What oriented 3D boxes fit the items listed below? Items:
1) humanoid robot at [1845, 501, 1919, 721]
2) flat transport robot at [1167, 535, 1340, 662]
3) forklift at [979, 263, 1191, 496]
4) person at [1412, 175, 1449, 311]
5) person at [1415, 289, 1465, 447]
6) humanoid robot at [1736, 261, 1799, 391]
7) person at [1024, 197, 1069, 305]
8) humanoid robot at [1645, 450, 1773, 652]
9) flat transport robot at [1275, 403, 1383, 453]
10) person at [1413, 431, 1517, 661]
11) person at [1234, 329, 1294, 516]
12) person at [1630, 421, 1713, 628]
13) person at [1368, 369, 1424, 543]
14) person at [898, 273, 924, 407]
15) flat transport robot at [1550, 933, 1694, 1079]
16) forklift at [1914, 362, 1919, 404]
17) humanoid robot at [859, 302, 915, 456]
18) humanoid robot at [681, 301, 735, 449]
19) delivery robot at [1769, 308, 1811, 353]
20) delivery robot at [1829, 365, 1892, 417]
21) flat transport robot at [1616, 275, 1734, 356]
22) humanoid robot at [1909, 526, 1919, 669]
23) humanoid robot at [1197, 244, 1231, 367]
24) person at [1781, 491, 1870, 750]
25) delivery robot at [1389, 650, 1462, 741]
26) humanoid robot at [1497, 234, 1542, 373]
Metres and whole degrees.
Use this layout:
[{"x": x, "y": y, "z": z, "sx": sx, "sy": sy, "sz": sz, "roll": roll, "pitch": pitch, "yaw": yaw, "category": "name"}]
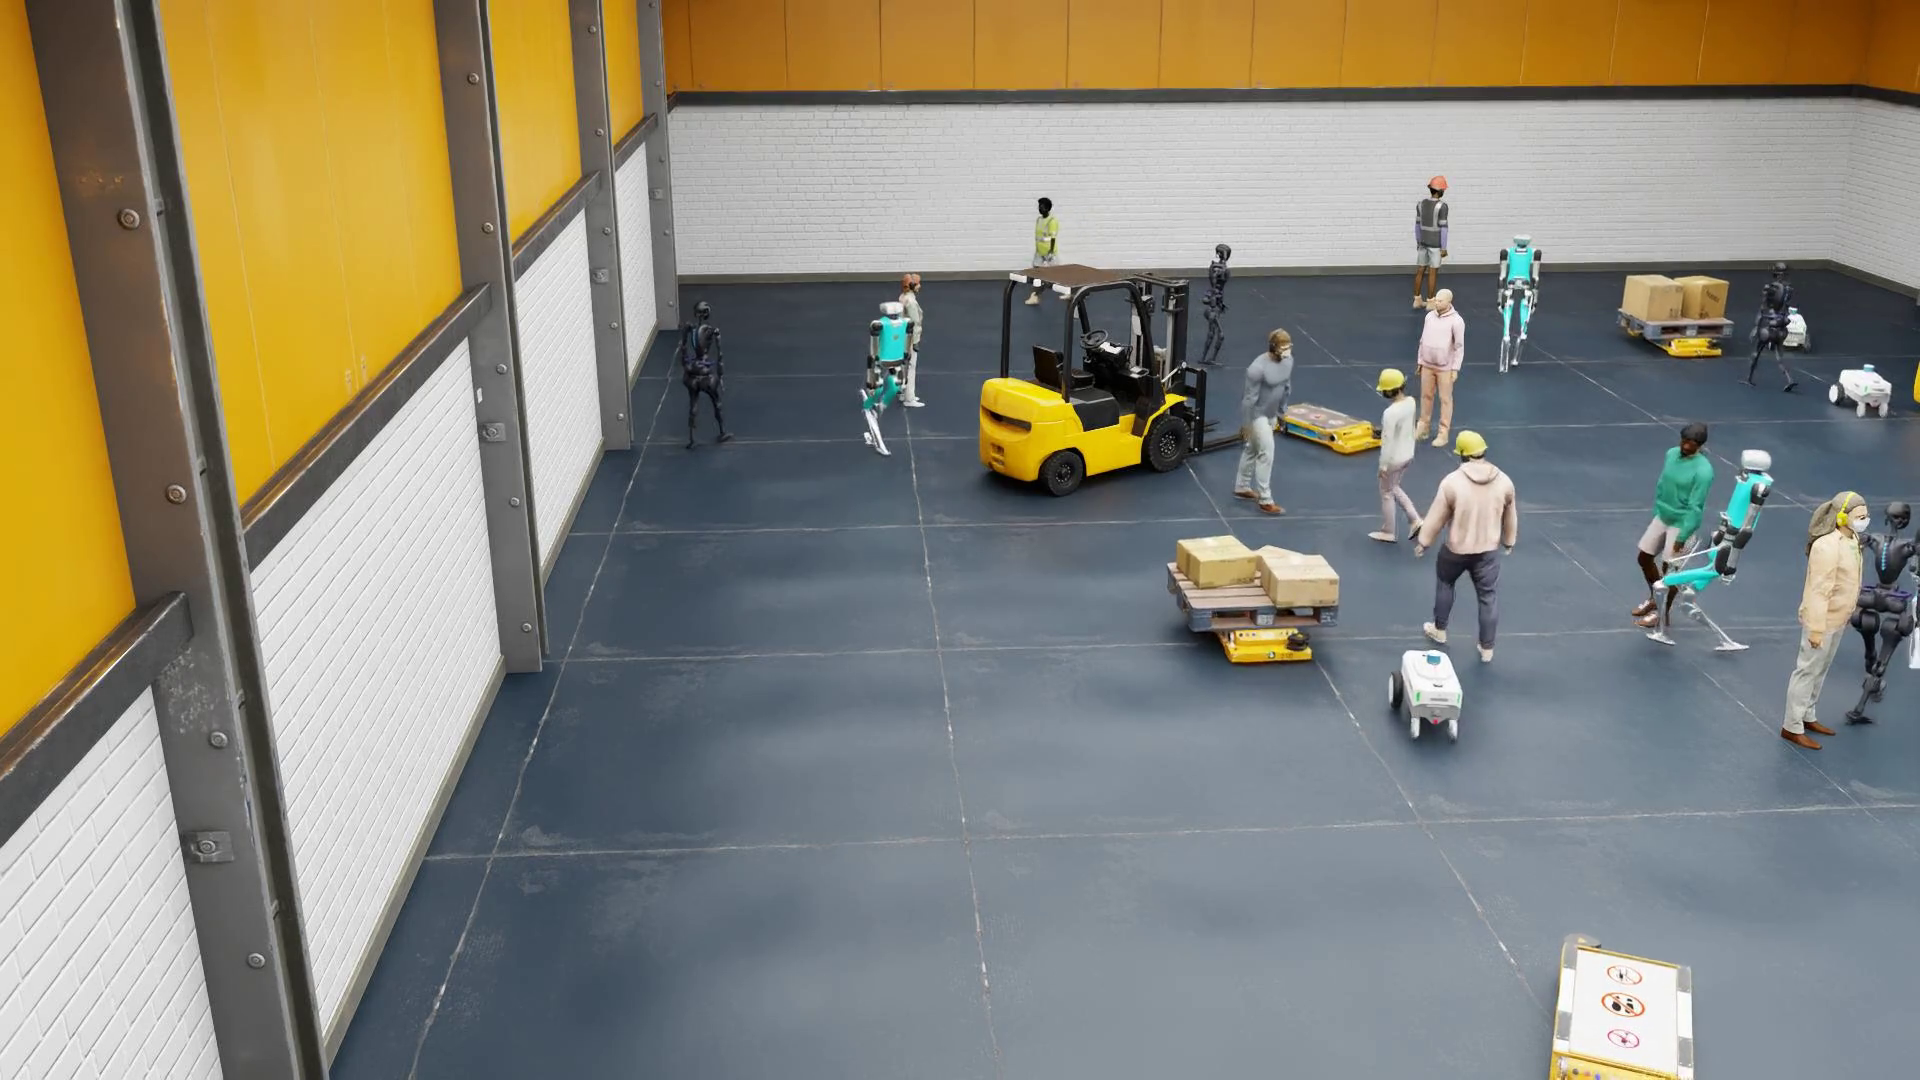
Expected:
[{"x": 6.824, "y": 0.511, "z": 12.269, "sx": 0.798, "sy": 1.624, "sz": 0.589, "roll": -18, "pitch": 27, "yaw": -40, "category": "humanoid robot"}, {"x": 2.410, "y": 0.647, "z": 13.864, "sx": 0.659, "sy": 0.231, "sz": 1.431, "roll": -2, "pitch": 20, "yaw": -5, "category": "flat transport robot"}, {"x": 1.315, "y": -1.764, "z": 17.646, "sx": 2.313, "sy": 2.155, "sz": 1.214, "roll": -14, "pitch": 24, "yaw": -33, "category": "forklift"}, {"x": 7.209, "y": -4.528, "z": 25.392, "sx": 0.378, "sy": 2.045, "sz": 0.604, "roll": -12, "pitch": 23, "yaw": -29, "category": "person"}, {"x": 5.405, "y": -1.952, "z": 18.746, "sx": 0.400, "sy": 1.781, "sz": 0.536, "roll": -17, "pitch": 26, "yaw": -39, "category": "person"}, {"x": 10.302, "y": -2.695, "z": 20.989, "sx": 0.584, "sy": 1.635, "sz": 0.759, "roll": -11, "pitch": 23, "yaw": -26, "category": "humanoid robot"}, {"x": 1.387, "y": -4.507, "z": 25.874, "sx": 0.791, "sy": 1.665, "sz": 0.528, "roll": -14, "pitch": 25, "yaw": -34, "category": "person"}, {"x": 5.868, "y": 0.123, "z": 13.207, "sx": 1.008, "sy": 1.754, "sz": 0.531, "roll": 5, "pitch": 21, "yaw": 12, "category": "humanoid robot"}, {"x": 4.173, "y": -1.302, "z": 19.176, "sx": 0.659, "sy": 0.231, "sz": 1.431, "roll": -13, "pitch": 24, "yaw": -31, "category": "flat transport robot"}, {"x": 4.043, "y": 0.026, "z": 13.318, "sx": 0.800, "sy": 1.821, "sz": 0.683, "roll": 1, "pitch": 20, "yaw": 2, "category": "person"}, {"x": 3.031, "y": -1.205, "z": 16.593, "sx": 0.720, "sy": 1.882, "sz": 0.631, "roll": 17, "pitch": 26, "yaw": 39, "category": "person"}, {"x": 5.901, "y": -0.122, "z": 13.709, "sx": 0.444, "sy": 1.826, "sz": 0.541, "roll": -7, "pitch": 21, "yaw": -18, "category": "person"}, {"x": 4.111, "y": -0.766, "z": 15.586, "sx": 0.477, "sy": 1.725, "sz": 0.569, "roll": 18, "pitch": 27, "yaw": 40, "category": "person"}, {"x": -0.616, "y": -2.439, "z": 20.290, "sx": 0.312, "sy": 1.634, "sz": 0.514, "roll": -5, "pitch": 21, "yaw": -14, "category": "person"}, {"x": 3.444, "y": 2.559, "z": 8.654, "sx": 0.659, "sy": 0.231, "sz": 1.431, "roll": 8, "pitch": 22, "yaw": 20, "category": "flat transport robot"}, {"x": 12.602, "y": -2.435, "z": 19.475, "sx": 2.313, "sy": 2.155, "sz": 1.214, "roll": -1, "pitch": 20, "yaw": -4, "category": "forklift"}, {"x": -0.907, "y": -1.762, "z": 18.413, "sx": 0.553, "sy": 1.868, "sz": 0.842, "roll": -12, "pitch": 24, "yaw": -30, "category": "humanoid robot"}, {"x": -2.890, "y": -1.885, "z": 18.740, "sx": 0.595, "sy": 1.641, "sz": 0.646, "roll": 10, "pitch": 22, "yaw": 26, "category": "humanoid robot"}, {"x": 11.567, "y": -2.919, "z": 23.176, "sx": 0.499, "sy": 0.601, "sz": 0.798, "roll": 7, "pitch": 21, "yaw": 19, "category": "delivery robot"}, {"x": 10.980, "y": -1.824, "z": 20.211, "sx": 0.499, "sy": 0.614, "sz": 0.815, "roll": 1, "pitch": 20, "yaw": 3, "category": "delivery robot"}, {"x": 10.015, "y": -2.837, "z": 23.358, "sx": 0.659, "sy": 0.231, "sz": 1.431, "roll": -2, "pitch": 20, "yaw": -5, "category": "flat transport robot"}, {"x": 7.704, "y": 0.218, "z": 13.023, "sx": 0.530, "sy": 1.854, "sz": 0.769, "roll": 9, "pitch": 22, "yaw": 22, "category": "humanoid robot"}, {"x": 3.389, "y": -3.127, "z": 22.122, "sx": 0.427, "sy": 1.640, "sz": 0.611, "roll": 7, "pitch": 21, "yaw": 19, "category": "humanoid robot"}, {"x": 6.131, "y": 0.547, "z": 11.812, "sx": 0.406, "sy": 1.873, "sz": 0.565, "roll": 19, "pitch": 27, "yaw": 41, "category": "person"}, {"x": 3.454, "y": 1.097, "z": 12.206, "sx": 0.499, "sy": 0.583, "sz": 0.758, "roll": 2, "pitch": 20, "yaw": 6, "category": "delivery robot"}, {"x": 7.337, "y": -3.033, "z": 21.918, "sx": 0.545, "sy": 1.896, "sz": 0.766, "roll": 5, "pitch": 21, "yaw": 14, "category": "humanoid robot"}]
